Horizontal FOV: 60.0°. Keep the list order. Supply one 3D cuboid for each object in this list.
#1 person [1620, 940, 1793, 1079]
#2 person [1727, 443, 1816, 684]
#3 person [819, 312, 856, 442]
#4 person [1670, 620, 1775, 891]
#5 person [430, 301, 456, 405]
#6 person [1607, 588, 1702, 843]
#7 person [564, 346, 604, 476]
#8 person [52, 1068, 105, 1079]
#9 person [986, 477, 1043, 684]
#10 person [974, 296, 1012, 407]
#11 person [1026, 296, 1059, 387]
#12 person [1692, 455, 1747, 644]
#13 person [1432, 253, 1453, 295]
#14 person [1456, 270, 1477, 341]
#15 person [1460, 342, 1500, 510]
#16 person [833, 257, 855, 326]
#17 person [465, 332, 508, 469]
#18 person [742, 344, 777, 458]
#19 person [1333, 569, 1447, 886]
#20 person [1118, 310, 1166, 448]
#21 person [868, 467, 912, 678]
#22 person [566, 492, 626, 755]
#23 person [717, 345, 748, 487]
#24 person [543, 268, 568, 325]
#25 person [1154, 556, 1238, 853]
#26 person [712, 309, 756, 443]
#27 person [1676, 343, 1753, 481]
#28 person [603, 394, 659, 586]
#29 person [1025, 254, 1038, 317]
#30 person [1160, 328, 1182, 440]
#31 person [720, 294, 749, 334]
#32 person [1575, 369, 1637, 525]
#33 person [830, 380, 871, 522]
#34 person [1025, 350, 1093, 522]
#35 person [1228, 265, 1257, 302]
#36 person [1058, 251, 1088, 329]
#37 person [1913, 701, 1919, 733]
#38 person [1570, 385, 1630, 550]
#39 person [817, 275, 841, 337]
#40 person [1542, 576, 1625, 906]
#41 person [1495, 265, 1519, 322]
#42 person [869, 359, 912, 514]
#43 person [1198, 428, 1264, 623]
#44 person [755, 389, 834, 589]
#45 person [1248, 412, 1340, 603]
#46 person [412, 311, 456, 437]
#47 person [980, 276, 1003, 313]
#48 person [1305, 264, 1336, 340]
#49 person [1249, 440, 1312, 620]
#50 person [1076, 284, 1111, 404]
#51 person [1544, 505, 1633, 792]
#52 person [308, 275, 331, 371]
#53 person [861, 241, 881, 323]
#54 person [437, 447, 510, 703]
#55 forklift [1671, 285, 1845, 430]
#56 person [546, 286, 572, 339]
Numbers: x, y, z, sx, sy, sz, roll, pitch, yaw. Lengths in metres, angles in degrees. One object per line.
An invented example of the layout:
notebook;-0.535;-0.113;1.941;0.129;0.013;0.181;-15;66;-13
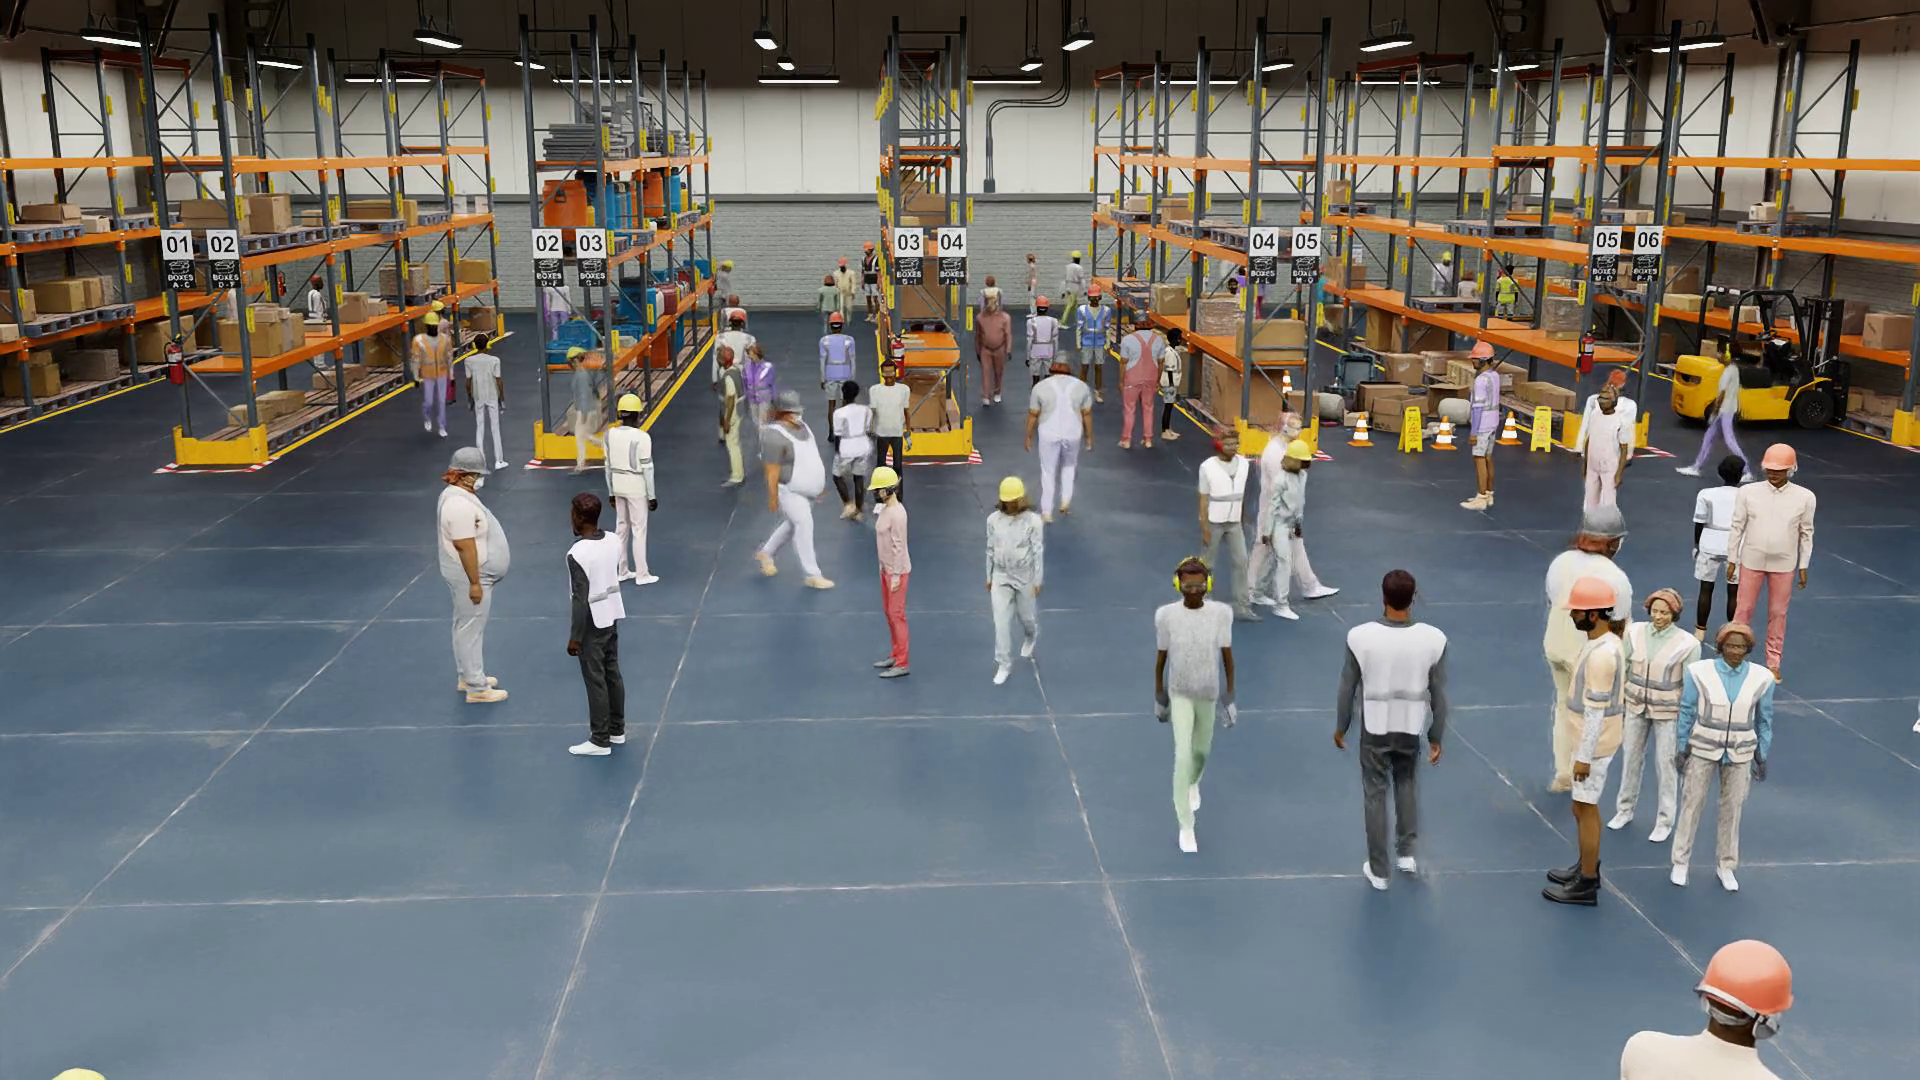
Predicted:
person;2.324;2.177;5.185;0.622;1.982;0.422;13;18;43
person;6.594;0.189;13.570;0.623;1.990;0.390;6;15;24
person;-1.815;-2.422;24.764;0.542;1.932;0.374;-1;13;-3
person;4.474;1.261;9.790;0.522;1.636;0.310;3;14;13
person;-8.849;-3.192;28.400;0.334;1.763;0.521;-1;13;-3
person;4.394;1.094;10.519;0.314;1.633;0.519;-11;17;-39
person;-4.977;-1.737;22.286;0.686;1.728;0.545;-4;14;-18
person;-2.506;2.354;4.881;0.523;1.769;0.321;-9;16;-32
person;0.467;0.284;13.799;0.487;1.708;0.750;3;14;14
person;0.566;-3.232;28.362;0.650;1.863;0.989;1;13;3
person;1.340;-3.048;27.400;0.551;1.935;0.371;-3;14;-13
person;6.704;0.093;14.601;0.537;1.698;0.321;7;15;28
person;11.999;-6.211;41.150;0.603;1.780;0.985;1;13;3
person;11.489;-5.333;37.826;0.515;1.589;0.878;2;13;8
person;6.297;-1.381;20.146;0.419;2.034;0.605;9;16;32
person;-2.817;-6.042;40.558;0.562;1.720;0.821;0;13;2
person;-6.459;-1.895;22.657;0.544;1.872;0.335;-1;13;-4
person;-2.831;-1.939;23.393;0.521;1.617;0.516;7;15;28
person;2.540;1.105;9.887;0.608;1.900;0.519;-1;13;-2
person;2.616;-2.361;24.269;0.689;2.000;0.535;-4;14;-17
person;-0.583;0.257;13.798;0.342;1.752;0.532;-4;14;-16
person;-2.623;0.602;11.980;0.392;1.920;0.592;4;14;16
person;-2.929;-1.595;21.451;0.391;1.841;0.578;0;13;-1
person;-10.055;-6.195;41.225;0.702;1.710;0.413;1;13;6
person;1.486;0.969;10.606;0.514;1.841;0.894;-1;13;-2
person;-3.315;-2.389;24.483;0.650;2.004;0.587;0;13;0
person;10.073;-1.689;21.937;0.933;1.820;0.559;7;15;28
person;-3.291;-0.504;16.672;0.590;1.918;0.397;8;15;31
person;1.851;-6.573;42.996;0.316;1.629;0.508;2;13;7
person;3.159;-2.338;24.932;0.319;1.690;0.540;2;13;10
person;-4.249;-3.824;31.359;0.540;1.614;0.628;-1;13;-5
person;7.388;-1.018;18.972;0.508;1.865;0.583;-12;18;-41
person;-1.268;-1.025;19.400;0.532;1.676;0.375;-9;16;-33
person;1.164;-1.242;19.529;0.809;2.000;0.579;-1;13;-5
person;6.114;-5.044;36.063;0.633;1.841;0.429;3;14;13
person;2.749;-6.049;40.272;0.977;1.870;0.580;-8;16;-31
person;7.414;0.665;12.321;0.501;1.633;0.285;8;16;31
person;6.902;-0.752;17.871;0.343;1.847;0.507;-8;16;-32
person;-2.860;-4.991;36.381;0.515;1.587;0.875;0;13;-2
person;3.624;1.153;9.644;0.391;1.923;0.548;5;14;20
person;12.507;-5.442;38.057;0.540;1.695;0.317;10;17;36
person;-0.836;-1.240;19.887;0.535;1.869;0.312;-2;13;-6
person;2.479;-0.117;15.247;0.584;1.813;0.817;-8;15;-29
person;-1.708;-0.560;16.639;0.960;2.000;0.679;6;14;23
person;3.164;-0.277;15.815;0.944;1.863;0.643;6;14;23
person;-7.960;-2.509;25.184;0.596;1.914;0.500;-8;15;-30
person;0.691;-4.915;36.014;0.508;1.609;0.793;-1;13;-6
person;8.195;-5.396;37.787;0.689;1.727;0.570;-2;13;-7
person;2.968;-0.131;15.574;0.688;1.696;0.500;11;17;39
person;2.282;-3.342;28.419;0.605;2.045;0.377;-1;13;-4
person;4.220;0.742;11.124;0.536;2.000;0.687;-6;15;-25
person;-12.526;-4.225;32.503;0.337;1.882;0.584;-8;16;-31
person;-2.244;-6.454;41.646;0.619;2.028;0.410;10;17;37
person;-3.841;0.253;13.195;0.535;2.000;0.673;-6;15;-24
forklift;12.503;-2.886;26.166;2.313;2.155;1.214;-1;13;-3
person;-8.549;-4.864;35.482;0.522;1.760;0.331;-1;13;-3
